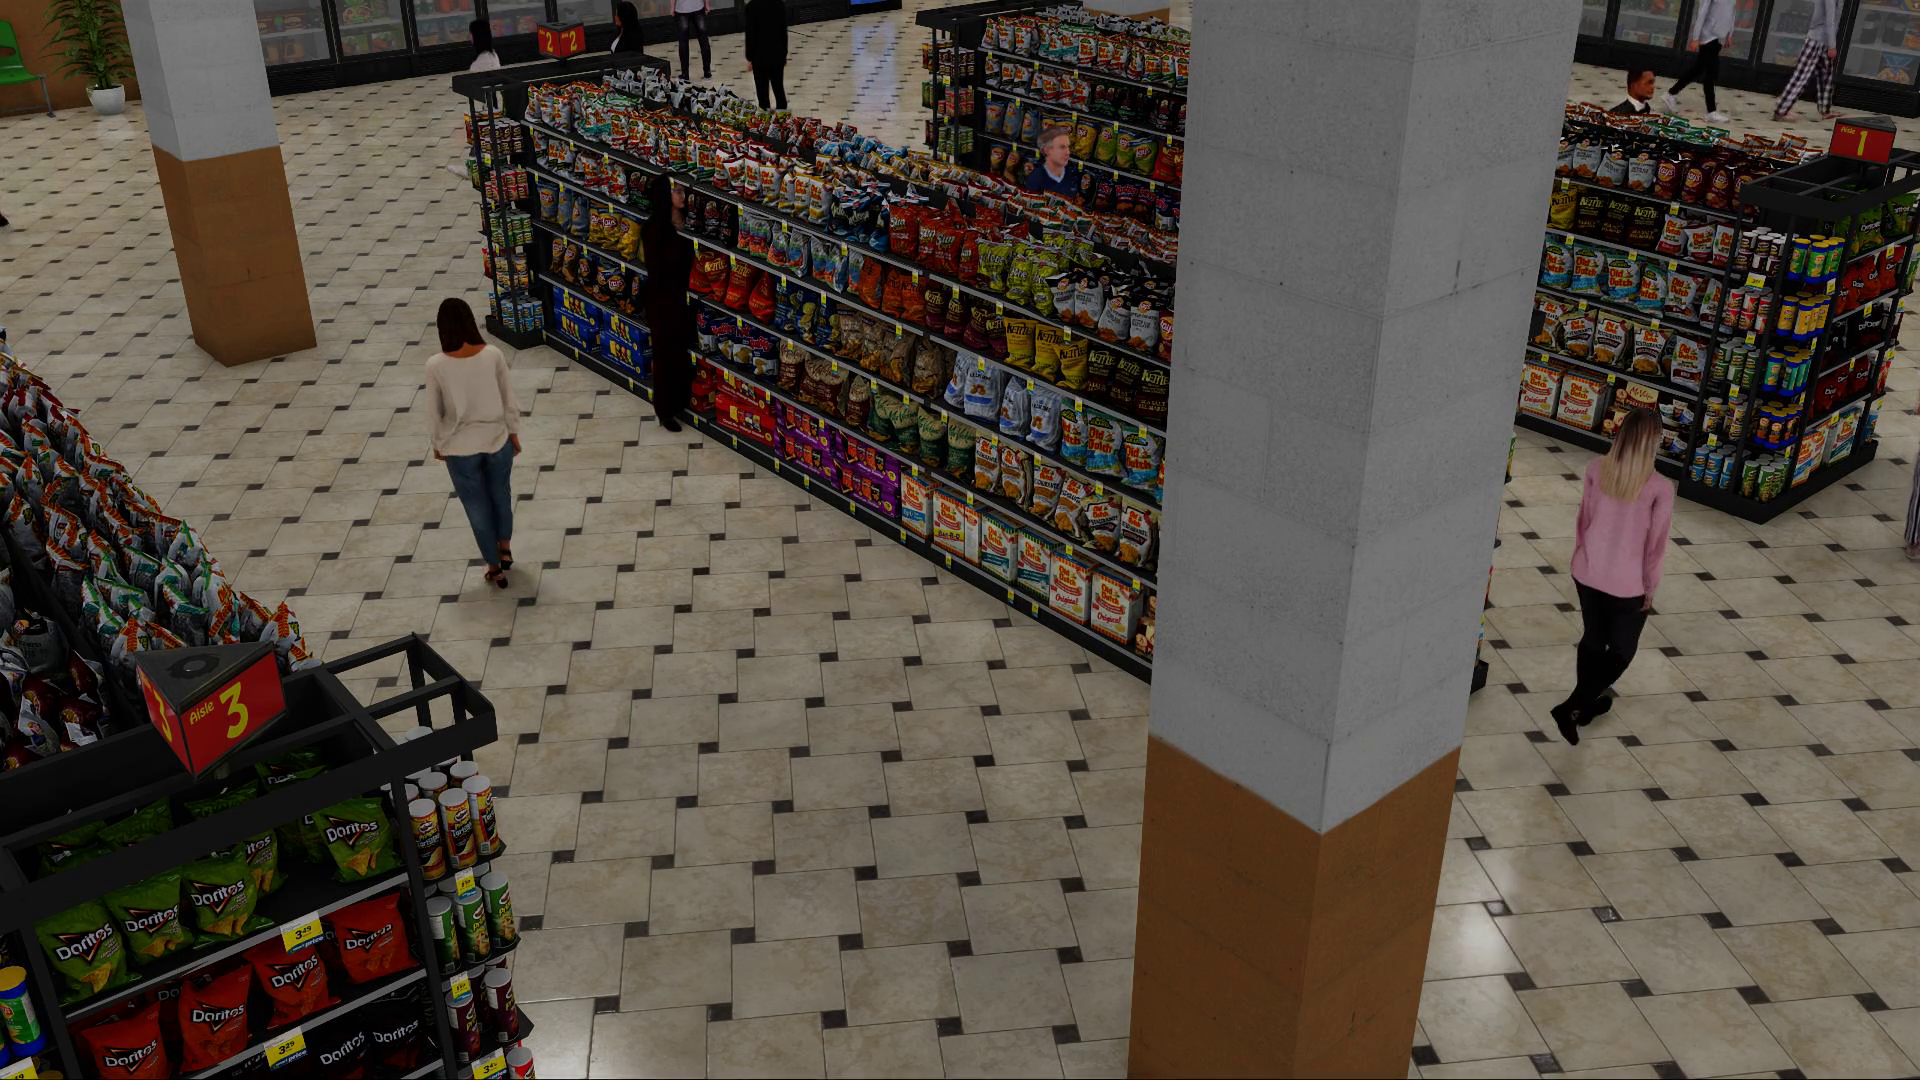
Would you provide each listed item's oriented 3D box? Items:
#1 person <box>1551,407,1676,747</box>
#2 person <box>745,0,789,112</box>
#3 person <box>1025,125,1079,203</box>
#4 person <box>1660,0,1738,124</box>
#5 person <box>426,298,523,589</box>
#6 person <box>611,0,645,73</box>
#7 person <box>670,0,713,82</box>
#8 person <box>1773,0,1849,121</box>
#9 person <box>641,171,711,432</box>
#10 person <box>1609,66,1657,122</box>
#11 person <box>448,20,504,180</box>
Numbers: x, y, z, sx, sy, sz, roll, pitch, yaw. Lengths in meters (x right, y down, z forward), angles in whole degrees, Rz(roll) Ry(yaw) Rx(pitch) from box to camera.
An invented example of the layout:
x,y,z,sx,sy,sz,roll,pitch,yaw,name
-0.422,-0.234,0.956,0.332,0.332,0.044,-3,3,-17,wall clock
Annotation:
x,y,z,sx,sy,sz,roll,pitch,yaw,name
2.981,0.199,7.701,0.654,1.671,0.830,-21,34,-36,person
-2.133,-5.377,18.461,0.677,1.884,0.583,-22,34,-36,person
0.562,-2.025,11.915,0.758,1.826,1.215,-17,32,-30,person
8.690,-5.869,19.427,0.826,1.888,1.284,-15,31,-27,person
-2.604,-0.483,9.044,0.697,1.673,0.681,-13,30,-24,person
-3.538,-5.004,18.020,0.731,1.617,0.599,-16,31,-28,person
-3.502,-6.887,21.490,0.742,1.837,0.707,-10,29,-19,person
9.871,-5.777,19.323,1.144,1.817,0.942,11,29,21,person
-1.918,-1.610,11.171,0.735,1.758,0.749,15,30,27,person
5.310,-2.905,13.570,0.731,1.898,1.069,-23,35,-37,person
-4.686,-4.430,16.905,1.066,1.602,1.040,0,27,1,person
